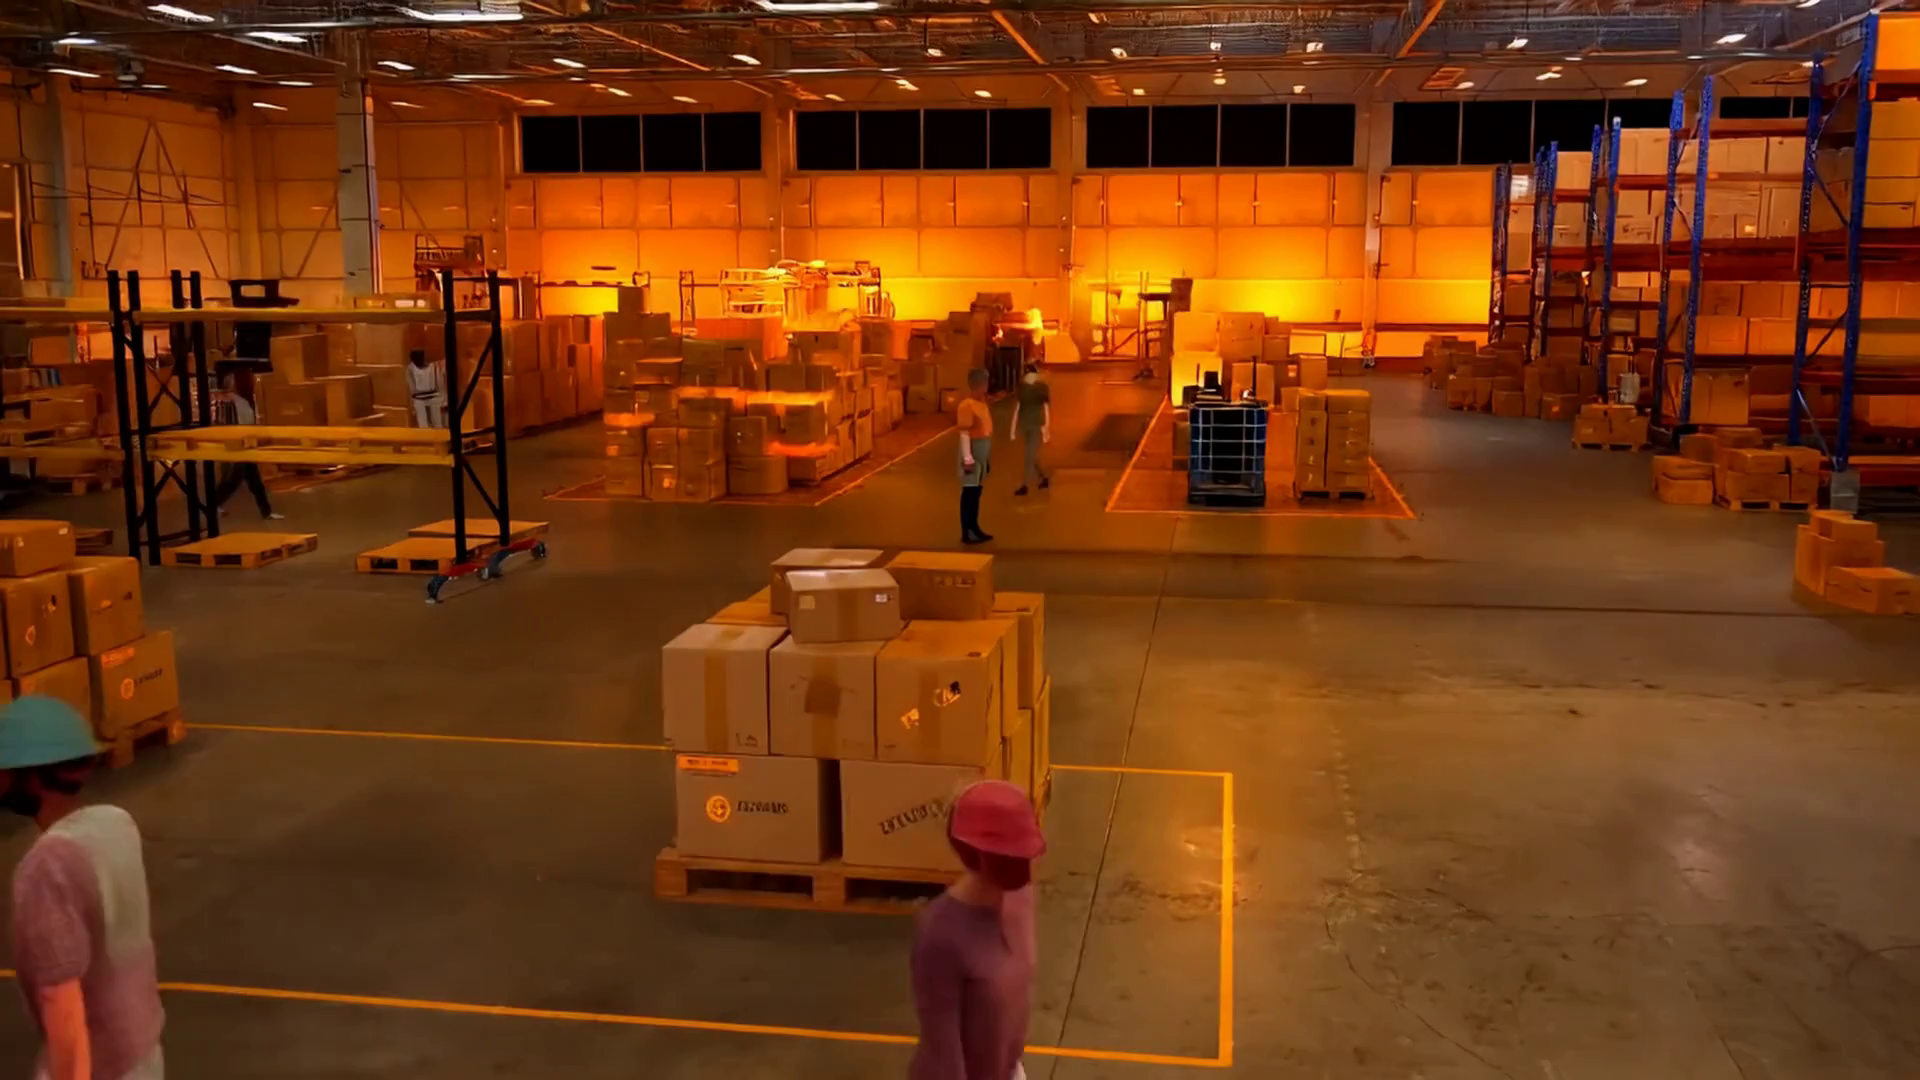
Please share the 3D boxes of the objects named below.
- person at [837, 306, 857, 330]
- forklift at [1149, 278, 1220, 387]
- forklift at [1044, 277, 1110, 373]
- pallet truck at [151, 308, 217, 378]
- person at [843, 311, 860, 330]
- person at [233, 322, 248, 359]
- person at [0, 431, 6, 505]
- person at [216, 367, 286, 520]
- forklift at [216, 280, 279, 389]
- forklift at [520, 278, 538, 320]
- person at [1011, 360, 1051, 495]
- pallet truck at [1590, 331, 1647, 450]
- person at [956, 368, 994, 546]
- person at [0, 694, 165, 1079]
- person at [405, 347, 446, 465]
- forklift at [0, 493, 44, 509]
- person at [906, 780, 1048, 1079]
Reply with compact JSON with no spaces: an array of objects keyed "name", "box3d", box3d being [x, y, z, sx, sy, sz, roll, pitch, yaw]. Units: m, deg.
[{"name":"person","box3d":[-3.478,-6.251,51.364,0.636,1.938,0.355,-3,10,-17]},{"name":"forklift","box3d":[5.749,-5.393,43.175,1.873,2.768,1.129,-1,9,-7]},{"name":"forklift","box3d":[3.461,-6.347,49.061,1.873,2.768,1.129,2,9,9]},{"name":"pallet truck","box3d":[-21.869,-5.598,47.154,0.823,1.965,1.885,4,10,26]},{"name":"person","box3d":[-2.965,-5.236,45.143,0.545,1.929,0.392,-6,11,-34]},{"name":"person","box3d":[-19.933,-5.253,46.152,0.510,1.635,0.311,4,10,25]},{"name":"person","box3d":[-9.592,-0.506,16.217,0.508,1.846,0.345,-5,11,-30]},{"name":"person","box3d":[-8.736,-1.165,20.196,0.972,1.879,0.599,1,9,4]},{"name":"forklift","box3d":[-15.499,-4.338,36.670,1.129,2.768,1.873,1,9,5]},{"name":"forklift","box3d":[-11.622,-5.673,44.905,1.873,2.768,1.129,-3,10,-17]},{"name":"person","box3d":[0.985,-1.557,22.772,0.535,1.830,0.964,6,11,34]},{"name":"pallet truck","box3d":[11.253,-2.573,28.499,0.823,1.965,1.885,5,10,27]},{"name":"person","box3d":[0.174,-0.923,18.415,0.368,1.966,0.603,4,10,21]},{"name":"person","box3d":[-2.493,1.357,4.531,0.826,1.903,0.560,0,9,-1]},{"name":"person","box3d":[-8.387,-2.131,26.235,0.622,1.852,0.861,-1,9,-5]},{"name":"forklift","box3d":[-12.520,-1.704,20.422,1.129,2.768,1.873,1,9,9]},{"name":"person","box3d":[0.083,1.470,4.436,0.946,1.712,0.526,8,12,41]}]
